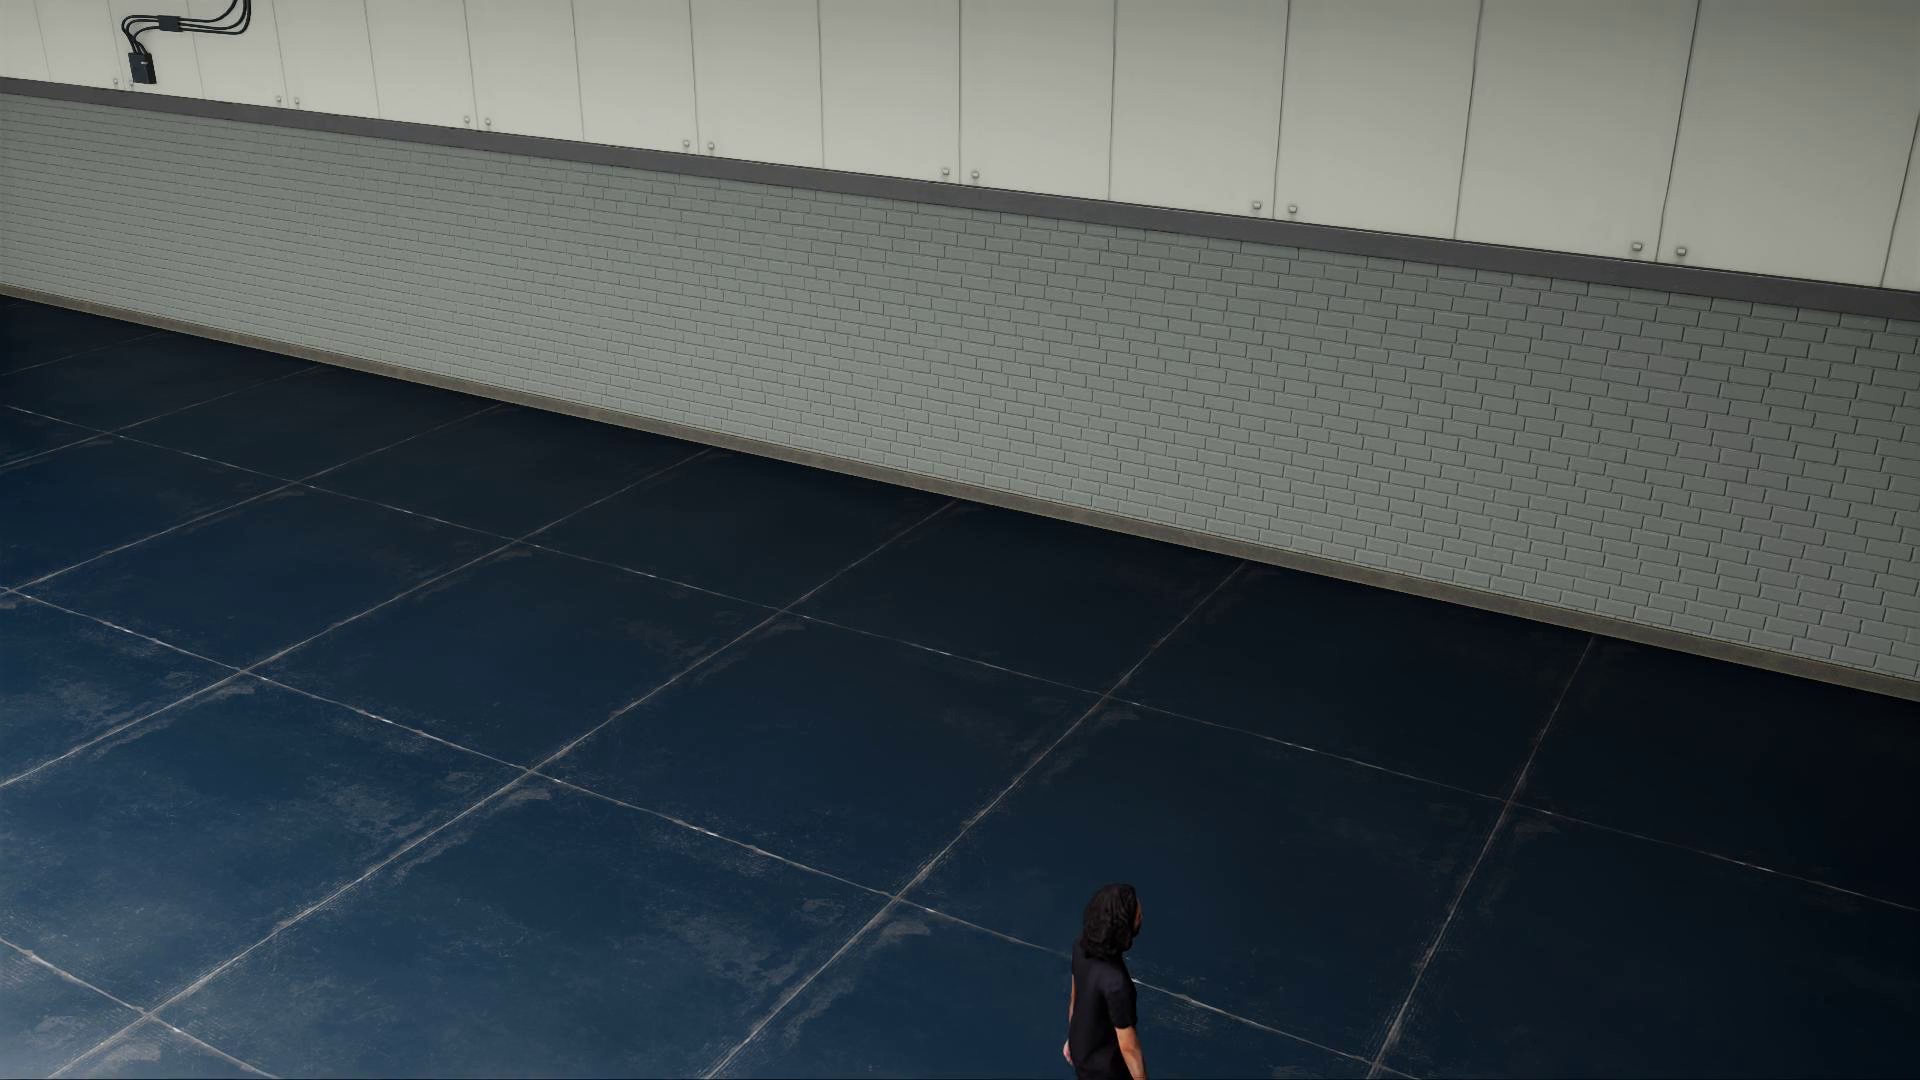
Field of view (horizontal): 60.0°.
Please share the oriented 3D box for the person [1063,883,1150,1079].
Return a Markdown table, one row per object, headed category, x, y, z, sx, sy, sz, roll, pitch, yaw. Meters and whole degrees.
| category | x | y | z | sx | sy | sz | roll | pitch | yaw |
| --- | --- | --- | --- | --- | --- | --- | --- | --- | --- |
| person | 0.554 | 2.349 | 7.519 | 0.978 | 1.812 | 0.921 | -5 | 24 | -12 |
